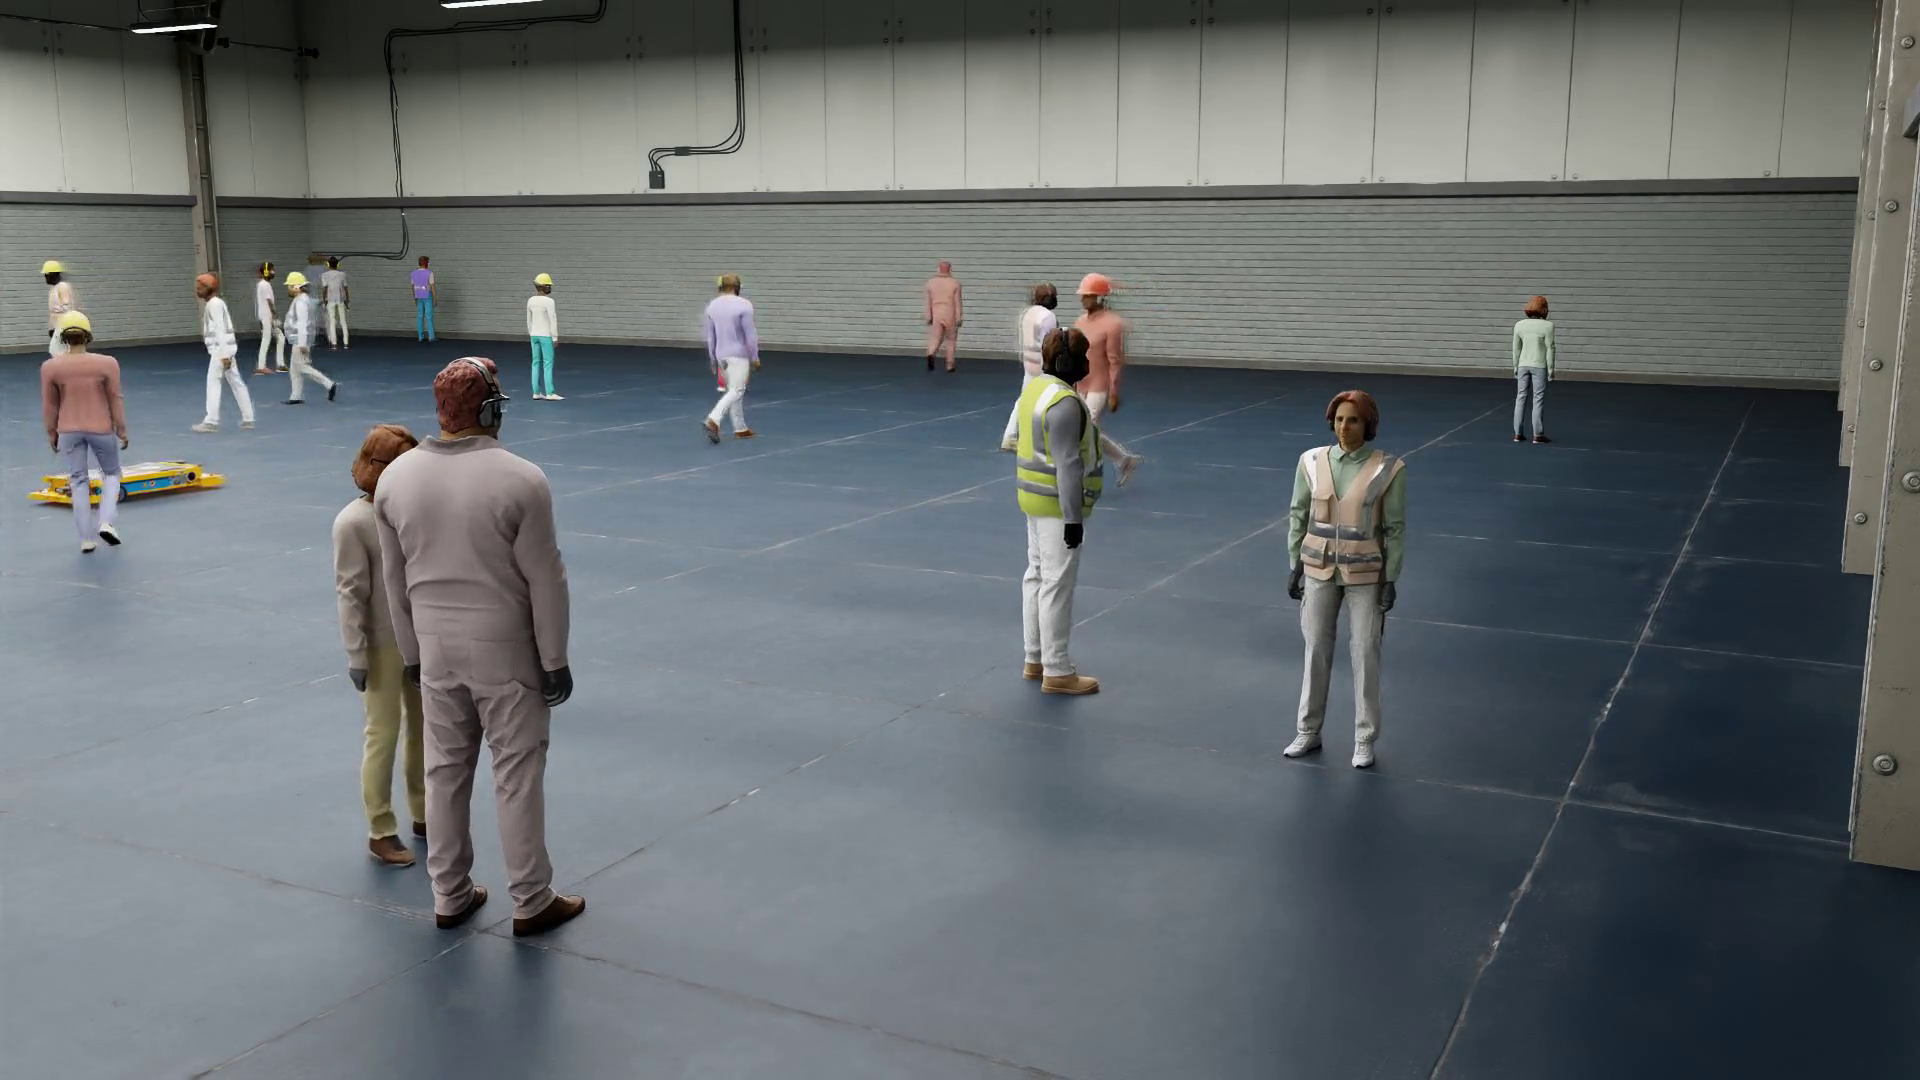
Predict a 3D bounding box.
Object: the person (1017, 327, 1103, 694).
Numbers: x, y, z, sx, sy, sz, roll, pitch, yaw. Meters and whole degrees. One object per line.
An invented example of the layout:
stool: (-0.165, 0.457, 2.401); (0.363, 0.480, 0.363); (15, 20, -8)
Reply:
person: (0.508, -0.154, 8.429); (0.430, 1.843, 0.626); (-2, 11, -13)

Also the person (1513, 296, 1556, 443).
person: (6.375, -1.893, 18.482); (0.285, 1.632, 0.498); (-9, 14, -40)

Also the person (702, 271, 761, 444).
person: (-2.579, -2.024, 18.463); (0.637, 1.911, 0.881); (8, 13, 38)

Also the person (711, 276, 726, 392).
person: (-3.348, -2.970, 24.106); (0.519, 1.722, 0.923); (-3, 11, -18)

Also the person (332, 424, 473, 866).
person: (-2.059, 0.381, 6.110); (0.294, 1.623, 0.510); (5, 11, 24)

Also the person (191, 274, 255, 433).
person: (-8.731, -2.197, 19.612); (0.679, 1.844, 0.622); (-3, 11, -18)

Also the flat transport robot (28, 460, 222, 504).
flat transport robot: (-7.362, -0.520, 14.708); (0.652, 0.197, 1.431); (6, 12, 28)

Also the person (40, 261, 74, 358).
person: (-13.534, -3.215, 24.918); (0.539, 1.908, 0.624); (-9, 14, -40)

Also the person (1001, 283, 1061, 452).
person: (0.862, -1.818, 17.640); (0.950, 1.798, 0.641); (-4, 11, -22)

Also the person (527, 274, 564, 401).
person: (-5.805, -2.825, 23.207); (0.526, 1.765, 0.330); (7, 12, 33)

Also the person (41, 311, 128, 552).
person: (-6.365, -0.786, 12.116); (0.546, 1.748, 0.406); (-3, 11, -17)

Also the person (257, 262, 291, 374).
person: (-11.355, -3.663, 27.560); (0.734, 1.845, 0.522); (-4, 11, -20)

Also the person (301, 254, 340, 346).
person: (-13.324, -4.972, 34.535); (0.876, 1.909, 0.412); (-7, 13, -35)

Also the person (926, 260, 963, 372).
person: (-0.272, -3.728, 27.803); (0.648, 1.887, 0.630); (4, 11, 21)

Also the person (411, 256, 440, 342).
person: (-11.552, -5.192, 35.887); (0.571, 1.845, 0.382); (3, 11, 18)

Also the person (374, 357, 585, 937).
person: (-1.558, 0.356, 5.467); (0.643, 1.909, 0.410); (3, 11, 15)

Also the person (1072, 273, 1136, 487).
person: (1.225, -1.345, 14.553); (0.746, 1.978, 0.626); (-5, 12, -26)

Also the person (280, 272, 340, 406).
person: (-8.823, -2.703, 22.421); (0.698, 1.814, 0.594); (-4, 11, -20)

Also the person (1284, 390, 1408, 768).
person: (1.673, 0.163, 7.243); (0.514, 1.643, 0.307); (6, 12, 30)

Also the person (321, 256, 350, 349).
person: (-12.678, -4.816, 33.777); (0.533, 1.868, 0.310); (-6, 12, -28)
